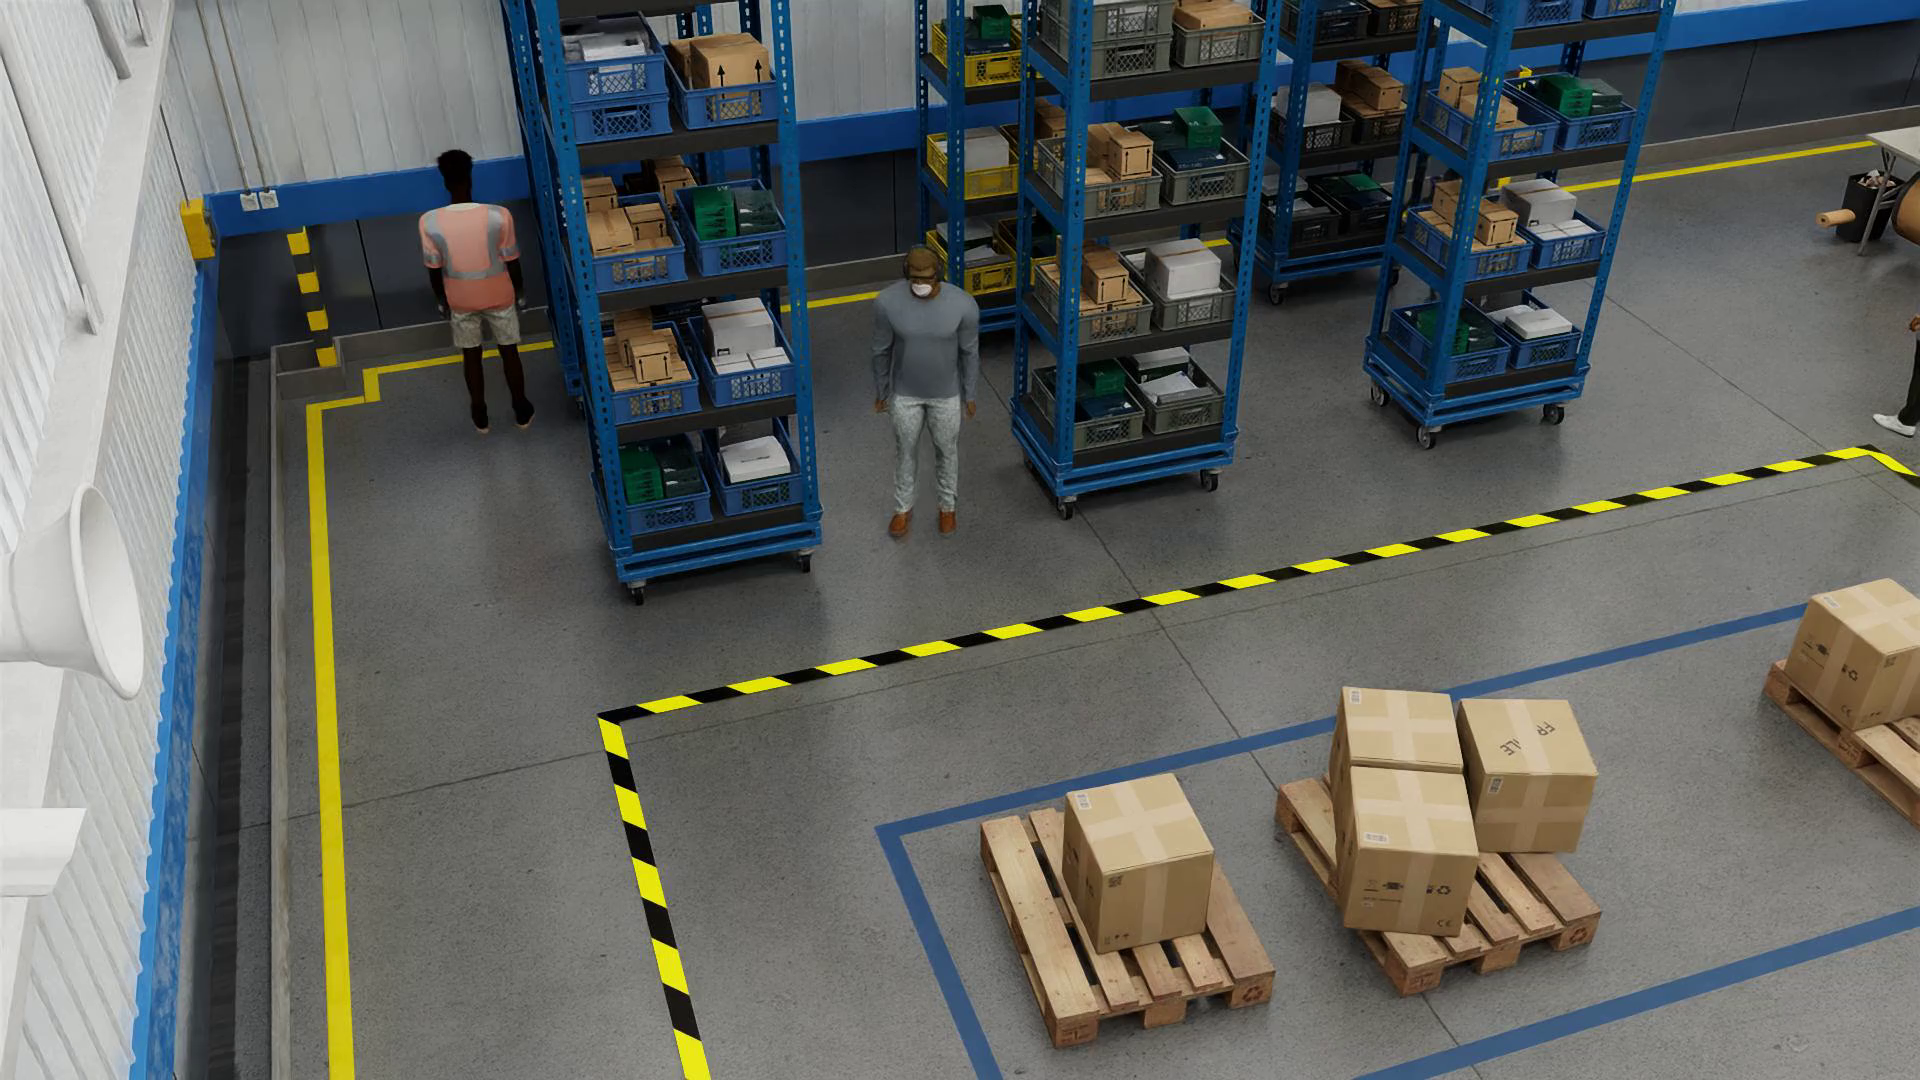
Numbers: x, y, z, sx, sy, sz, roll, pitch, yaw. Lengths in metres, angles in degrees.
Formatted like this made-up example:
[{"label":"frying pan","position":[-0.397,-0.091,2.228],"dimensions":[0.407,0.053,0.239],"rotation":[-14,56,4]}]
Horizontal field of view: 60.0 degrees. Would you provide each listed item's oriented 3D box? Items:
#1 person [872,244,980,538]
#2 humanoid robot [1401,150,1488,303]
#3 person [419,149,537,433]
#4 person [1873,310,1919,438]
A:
[{"label":"person","position":[-0.203,-0.879,9.854],"dimensions":[0.634,1.936,0.352],"rotation":[3,35,4]},{"label":"humanoid robot","position":[3.656,-2.606,12.562],"dimensions":[0.611,1.627,0.775],"rotation":[2,35,4]},{"label":"person","position":[-3.129,-1.599,10.853],"dimensions":[0.604,1.960,0.369],"rotation":[-5,36,-7]},{"label":"person","position":[6.475,-1.543,10.870],"dimensions":[0.599,1.850,0.390],"rotation":[-12,37,-17]}]
